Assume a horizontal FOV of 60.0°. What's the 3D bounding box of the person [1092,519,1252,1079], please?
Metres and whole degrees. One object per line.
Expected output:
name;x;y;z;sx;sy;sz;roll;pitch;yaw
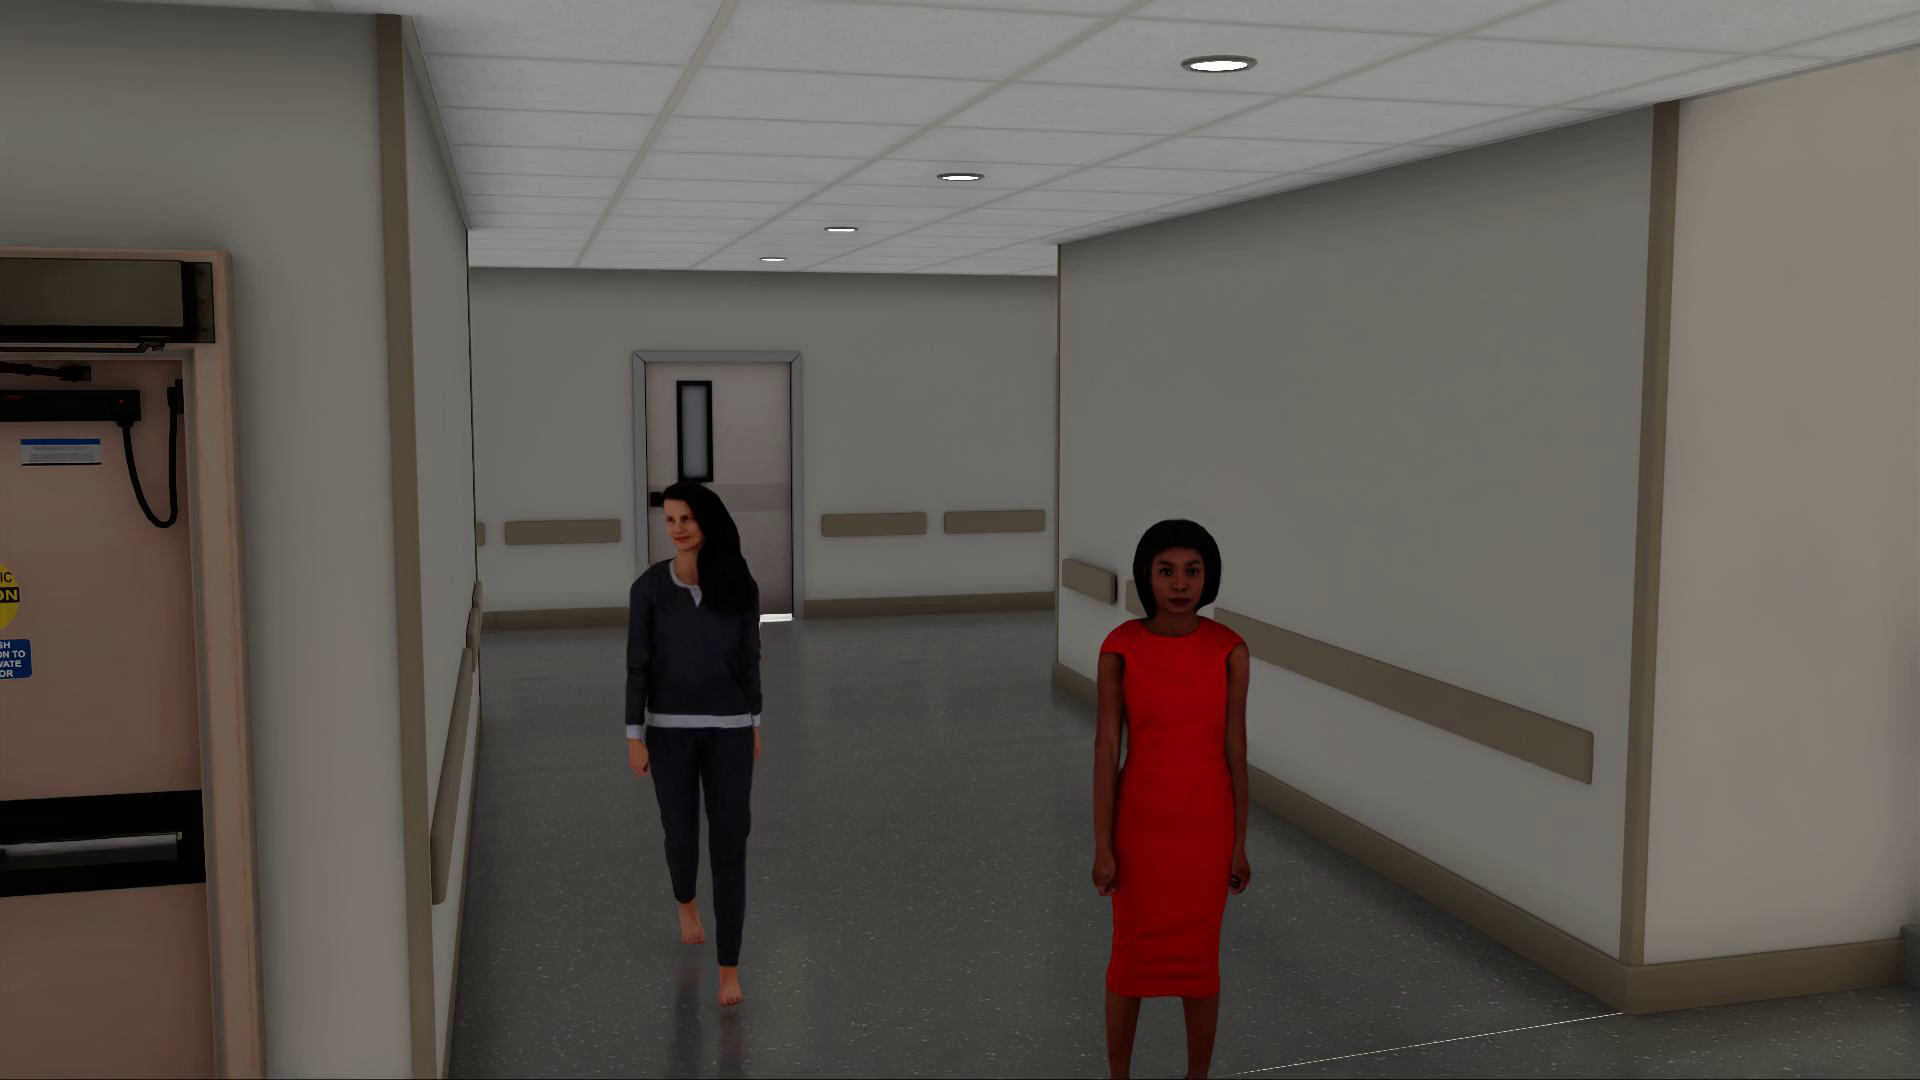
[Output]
person;0.572;0.810;4.502;0.525;1.743;0.684;0;6;0

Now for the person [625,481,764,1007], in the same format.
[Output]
person;-0.940;0.681;5.879;1.073;1.724;0.711;-1;6;-14
